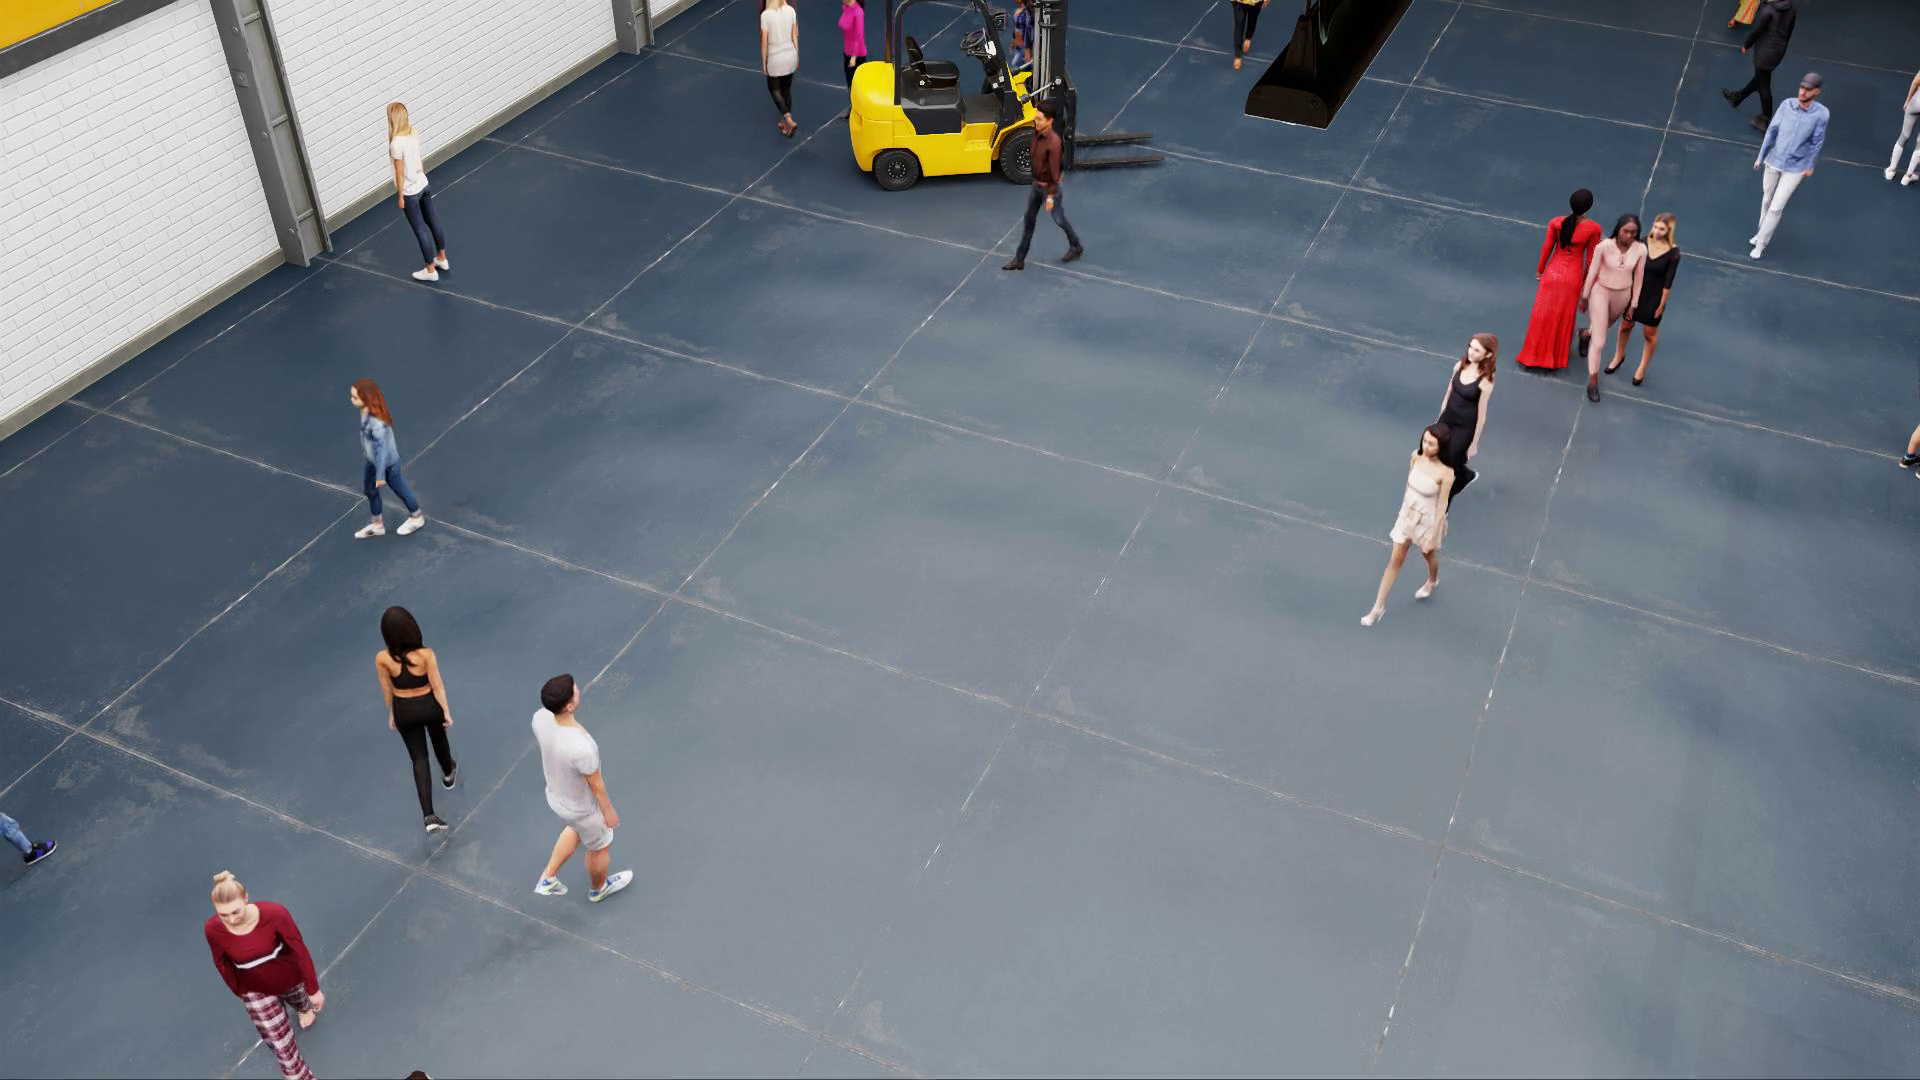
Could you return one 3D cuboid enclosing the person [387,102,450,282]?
[{"bbox_3d":[-5.302,-3.403,16.210,0.672,1.811,0.499,8,39,10],"label":"person"}]

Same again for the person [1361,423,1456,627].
[{"bbox_3d":[3.456,-0.128,12.212,1.114,1.683,0.931,-23,44,-26],"label":"person"}]

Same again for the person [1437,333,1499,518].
[{"bbox_3d":[4.033,-0.918,13.157,0.927,1.740,0.835,-19,42,-22],"label":"person"}]

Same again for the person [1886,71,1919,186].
[{"bbox_3d":[10.377,-4.656,17.870,0.647,1.698,0.639,22,44,25],"label":"person"}]

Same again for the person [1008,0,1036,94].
[{"bbox_3d":[0.808,-5.640,19.176,0.883,1.605,0.831,-5,39,-6],"label":"person"}]

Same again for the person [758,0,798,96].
[{"bbox_3d":[-2.135,-5.996,19.533,0.885,1.716,0.971,-8,39,-10],"label":"person"}]

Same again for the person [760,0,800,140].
[{"bbox_3d":[-1.965,-5.322,18.620,0.954,1.803,0.971,-18,42,-22],"label":"person"}]

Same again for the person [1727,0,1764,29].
[{"bbox_3d":[10.377,-7.499,21.498,1.289,1.623,1.046,-26,46,-29],"label":"person"}]

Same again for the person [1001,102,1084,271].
[{"bbox_3d":[0.938,-3.465,16.349,1.255,1.735,1.071,-21,43,-25],"label":"person"}]

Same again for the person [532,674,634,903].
[{"bbox_3d":[-2.372,1.581,9.948,0.966,1.838,0.861,-30,47,-32],"label":"person"}]

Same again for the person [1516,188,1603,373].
[{"bbox_3d":[5.378,-2.321,14.886,0.648,1.784,0.630,12,40,14],"label":"person"}]

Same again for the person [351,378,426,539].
[{"bbox_3d":[-4.454,-0.658,13.052,0.892,1.463,0.795,-25,45,-28],"label":"person"}]

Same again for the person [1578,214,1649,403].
[{"bbox_3d":[5.728,-2.147,14.741,0.906,1.682,1.263,2,39,3],"label":"person"}]

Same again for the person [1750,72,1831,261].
[{"bbox_3d":[8.314,-3.795,16.659,0.857,1.865,1.040,32,48,33],"label":"person"}]

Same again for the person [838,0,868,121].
[{"bbox_3d":[-1.157,-5.571,19.035,0.848,1.683,0.769,-21,43,-24],"label":"person"}]

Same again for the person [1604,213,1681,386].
[{"bbox_3d":[6.093,-2.143,14.745,0.615,1.670,0.611,30,48,32],"label":"person"}]

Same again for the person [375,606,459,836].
[{"bbox_3d":[-3.459,1.175,10.637,0.960,1.614,1.082,-8,39,-10],"label":"person"}]

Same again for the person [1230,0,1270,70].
[{"bbox_3d":[3.565,-6.698,20.491,0.853,1.618,1.115,7,39,9],"label":"person"}]

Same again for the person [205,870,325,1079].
[{"bbox_3d":[-3.762,2.356,9.123,1.079,1.656,1.077,-17,42,-20],"label":"person"}]

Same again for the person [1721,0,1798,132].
[{"bbox_3d":[9.245,-5.499,18.909,1.102,1.720,1.125,-14,41,-17],"label":"person"}]
